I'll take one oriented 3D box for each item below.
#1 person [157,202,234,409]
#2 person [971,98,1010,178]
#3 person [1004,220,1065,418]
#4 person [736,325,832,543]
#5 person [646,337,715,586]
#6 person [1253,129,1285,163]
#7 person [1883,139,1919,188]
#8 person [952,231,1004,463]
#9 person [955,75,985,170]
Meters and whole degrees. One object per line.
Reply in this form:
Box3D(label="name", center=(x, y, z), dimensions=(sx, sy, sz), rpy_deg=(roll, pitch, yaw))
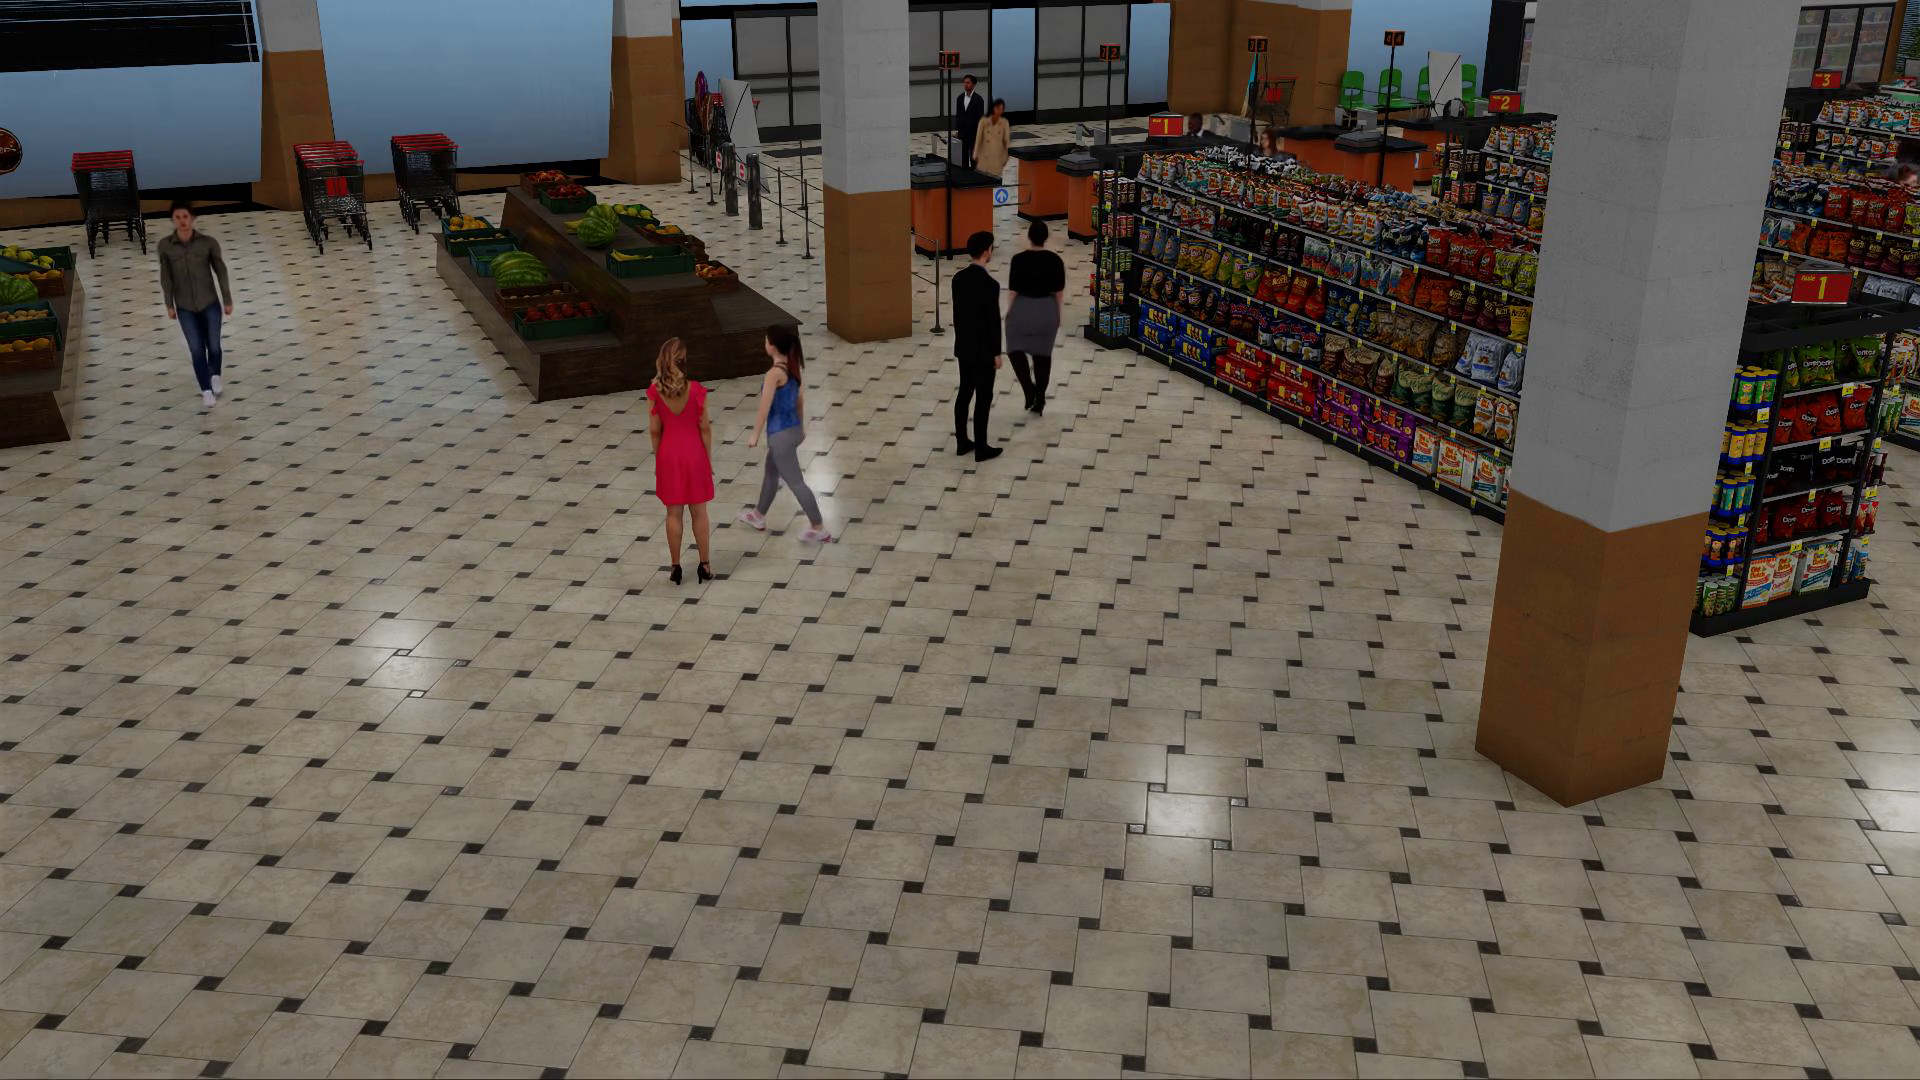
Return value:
Box3D(label="person", center=(-6.914, -2.141, 15.128), dimensions=(0.713, 1.817, 1.118), rpy_deg=(-9, 24, -22))
Box3D(label="person", center=(0.450, -5.357, 23.348), dimensions=(0.785, 1.655, 0.784), rpy_deg=(2, 22, 5))
Box3D(label="person", center=(0.674, -1.916, 14.663), dimensions=(0.776, 1.746, 0.829), rpy_deg=(-4, 22, -10))
Box3D(label="person", center=(-1.204, -0.716, 11.909), dimensions=(1.089, 1.573, 1.001), rpy_deg=(9, 24, 22))
Box3D(label="person", center=(-1.877, -0.529, 11.234), dimensions=(0.648, 1.728, 0.658), rpy_deg=(-1, 22, -1))
Box3D(label="person", center=(3.745, -4.184, 20.384), dimensions=(0.976, 1.689, 0.932), rpy_deg=(16, 27, 34))
Box3D(label="person", center=(10.466, -3.520, 18.561), dimensions=(0.727, 1.816, 1.009), rpy_deg=(-8, 23, -19))
Box3D(label="person", center=(0.134, -1.588, 13.657), dimensions=(0.800, 1.887, 0.638), rpy_deg=(-17, 28, -37))
Box3D(label="person", center=(0.152, -6.237, 25.443), dimensions=(0.668, 1.727, 0.769), rpy_deg=(12, 25, 28))
